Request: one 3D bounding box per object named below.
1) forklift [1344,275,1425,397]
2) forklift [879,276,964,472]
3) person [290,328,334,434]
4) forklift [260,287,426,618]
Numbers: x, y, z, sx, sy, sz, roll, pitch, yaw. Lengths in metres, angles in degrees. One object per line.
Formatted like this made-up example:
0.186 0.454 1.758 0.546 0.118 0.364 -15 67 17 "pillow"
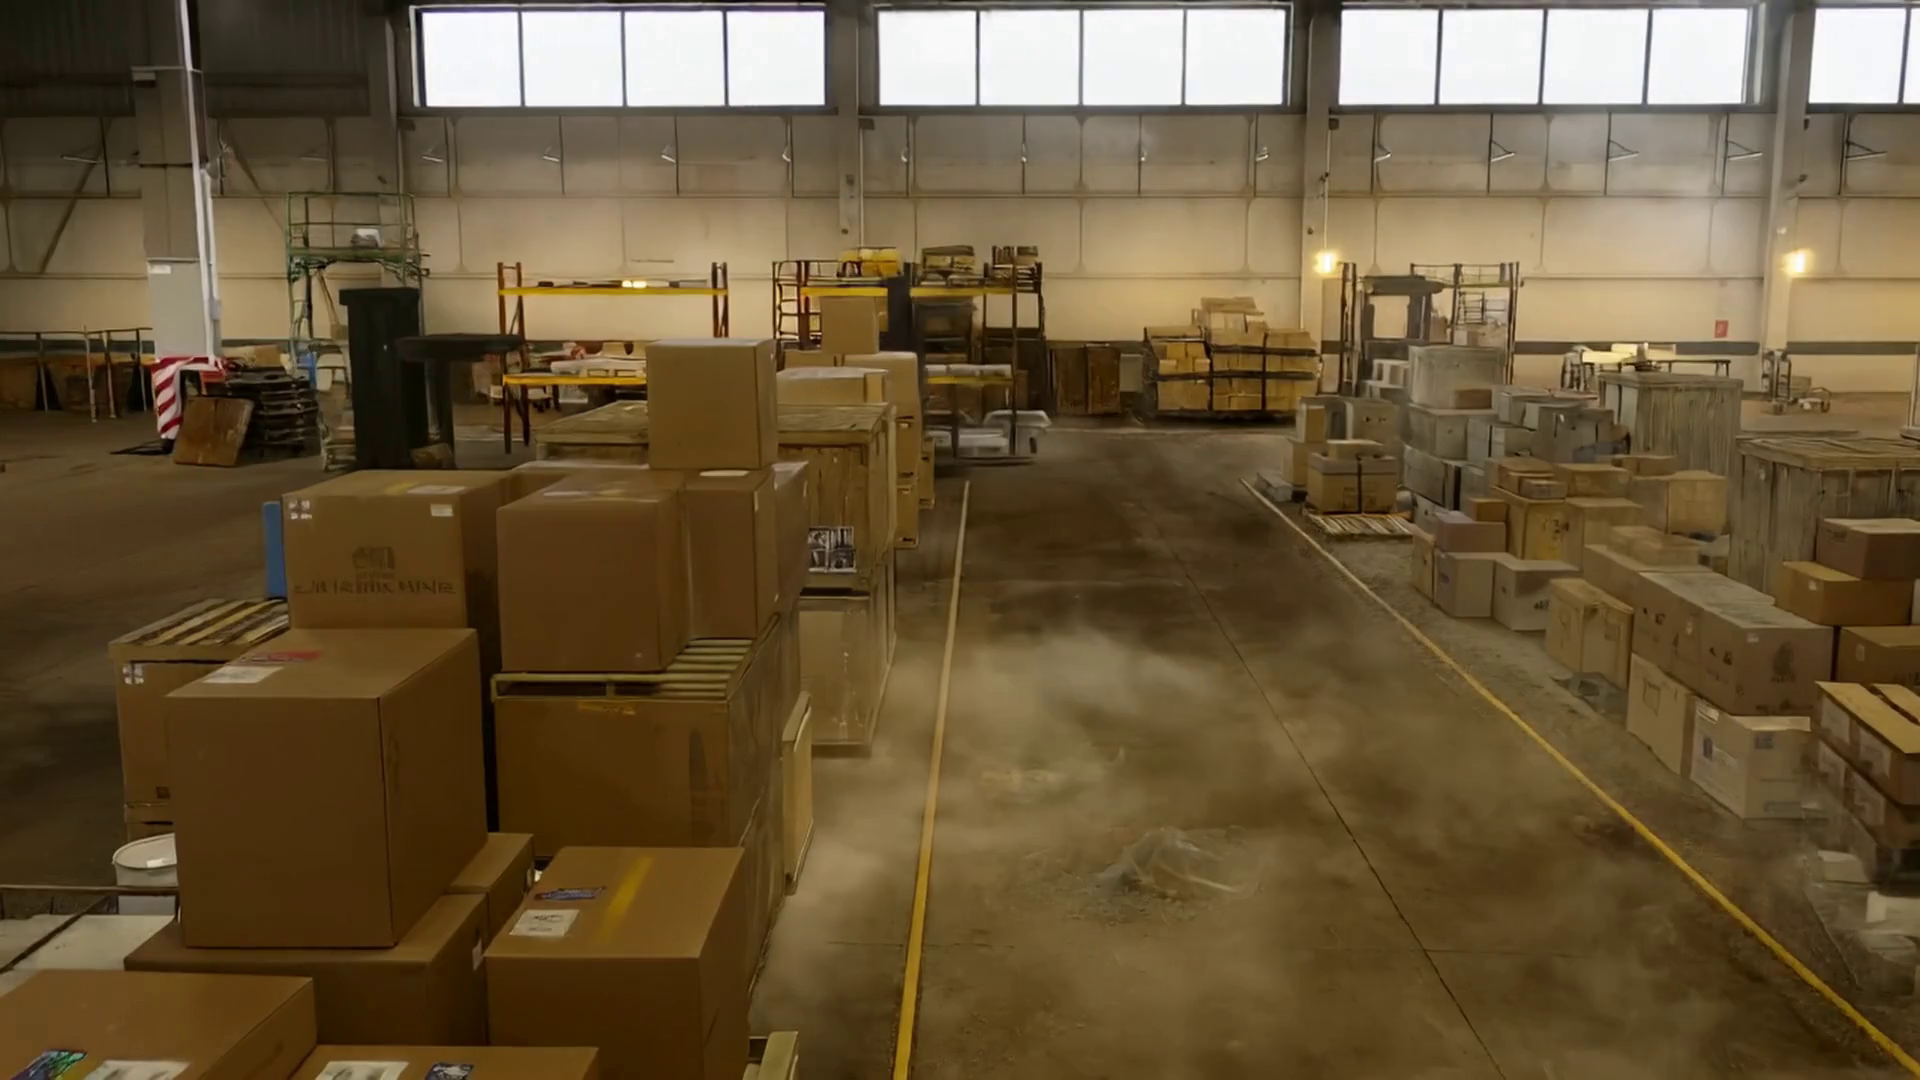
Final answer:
6.827 -2.810 26.466 1.129 2.768 1.873 0 9 1 "forklift"
-0.906 -2.420 24.134 1.873 2.768 1.129 0 9 -2 "forklift"
-11.228 -2.702 28.708 0.549 1.914 0.569 -2 10 -12 "person"
-4.772 -0.711 13.897 1.873 2.768 1.129 0 9 1 "forklift"
